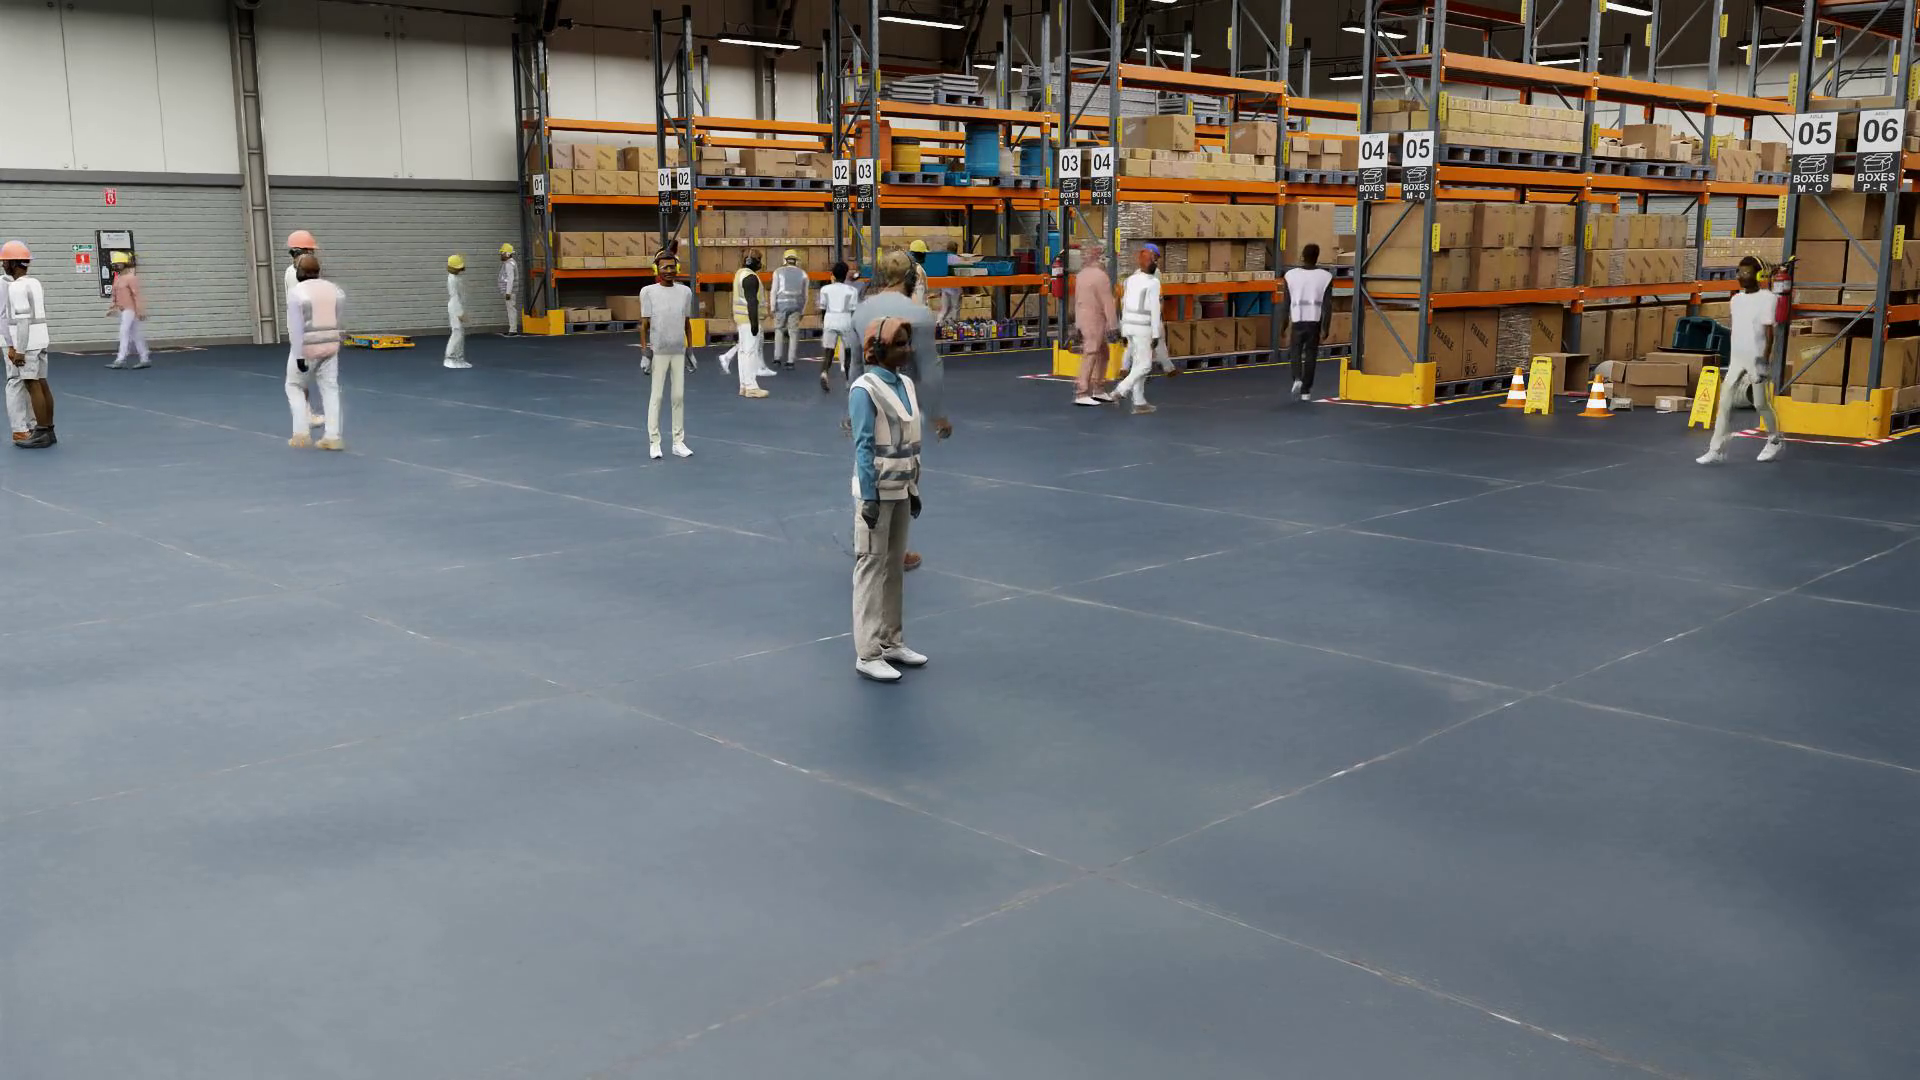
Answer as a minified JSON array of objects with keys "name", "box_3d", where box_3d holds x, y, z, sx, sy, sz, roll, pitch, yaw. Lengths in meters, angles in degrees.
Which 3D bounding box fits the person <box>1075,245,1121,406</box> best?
[{"name":"person","box_3d":[1.665,-2.533,19.672,0.717,1.879,0.655,-3,11,-14]}]

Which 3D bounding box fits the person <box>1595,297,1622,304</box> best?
[{"name":"person","box_3d":[12.515,-4.870,32.044,0.604,2.029,0.461,9,14,40]}]

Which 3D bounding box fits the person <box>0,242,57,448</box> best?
[{"name":"person","box_3d":[-8.894,-1.858,15.838,0.372,1.939,0.544,-2,11,-10]}]

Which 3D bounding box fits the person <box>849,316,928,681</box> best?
[{"name":"person","box_3d":[-0.338,-0.199,7.604,0.307,1.641,0.513,4,11,22]}]

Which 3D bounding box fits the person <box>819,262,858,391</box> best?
[{"name":"person","box_3d":[-1.577,-2.741,21.397,0.532,1.670,0.760,2,11,11]}]

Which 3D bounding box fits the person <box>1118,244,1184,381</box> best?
[{"name":"person","box_3d":[2.591,-3.122,22.881,1.037,1.882,0.628,-6,12,-28]}]

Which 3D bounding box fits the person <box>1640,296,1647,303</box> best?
[{"name":"person","box_3d":[15.798,-5.997,38.698,0.590,1.833,0.403,-4,11,-20]}]

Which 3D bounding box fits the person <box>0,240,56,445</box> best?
[{"name":"person","box_3d":[-9.055,-1.901,16.045,0.391,1.948,0.605,-2,11,-9]}]

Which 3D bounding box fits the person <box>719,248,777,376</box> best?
[{"name":"person","box_3d":[-3.054,-3.257,23.797,0.814,1.832,0.522,-5,11,-24]}]

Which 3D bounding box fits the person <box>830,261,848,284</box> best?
[{"name":"person","box_3d":[-2.242,-4.561,31.638,0.513,1.542,0.986,8,13,36]}]

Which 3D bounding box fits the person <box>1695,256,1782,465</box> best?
[{"name":"person","box_3d":[7.004,-1.583,14.685,0.952,1.820,0.532,-5,12,-26]}]

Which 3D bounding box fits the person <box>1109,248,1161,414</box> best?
[{"name":"person","box_3d":[1.963,-2.331,18.636,0.648,1.862,0.619,-7,12,-32]}]

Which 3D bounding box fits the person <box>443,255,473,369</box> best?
[{"name":"person","box_3d":[-7.645,-3.447,25.142,0.449,1.702,0.587,-2,11,-13]}]

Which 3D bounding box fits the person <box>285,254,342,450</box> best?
[{"name":"person","box_3d":[-6.129,-1.768,15.674,0.643,1.822,0.631,7,12,32]}]

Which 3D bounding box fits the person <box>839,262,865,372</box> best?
[{"name":"person","box_3d":[-1.608,-3.280,24.494,0.547,1.612,0.610,-5,11,-24]}]

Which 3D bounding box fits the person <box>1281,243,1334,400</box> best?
[{"name":"person","box_3d":[4.234,-2.661,20.308,0.610,1.897,0.454,3,11,14]}]

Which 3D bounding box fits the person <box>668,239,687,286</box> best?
[{"name":"person","box_3d":[-5.898,-5.207,34.102,0.610,1.940,0.821,5,11,24]}]

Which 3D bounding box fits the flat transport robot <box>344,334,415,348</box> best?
[{"name":"flat transport robot","box_3d":[-10.478,-3.596,29.983,0.652,0.197,1.431,-10,14,-44]}]

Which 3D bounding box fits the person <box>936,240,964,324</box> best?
[{"name":"person","box_3d":[-0.209,-4.750,31.666,0.640,1.918,0.678,8,13,38]}]

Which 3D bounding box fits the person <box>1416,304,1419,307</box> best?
[{"name":"person","box_3d":[6.917,-3.353,24.294,0.591,1.835,0.970,9,13,39]}]

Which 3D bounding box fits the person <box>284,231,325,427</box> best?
[{"name":"person","box_3d":[-6.915,-2.233,17.592,0.366,2.047,0.608,-3,11,-18]}]

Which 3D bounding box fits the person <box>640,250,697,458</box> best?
[{"name":"person","box_3d":[-2.641,-1.685,15.084,0.534,1.868,0.309,-6,12,-31]}]

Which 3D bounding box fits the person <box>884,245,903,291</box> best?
[{"name":"person","box_3d":[-0.961,-3.588,25.524,0.336,1.845,0.513,9,14,40]}]

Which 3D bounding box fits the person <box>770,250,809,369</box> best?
[{"name":"person","box_3d":[-2.612,-3.495,25.222,0.643,1.773,0.744,-3,11,-18]}]

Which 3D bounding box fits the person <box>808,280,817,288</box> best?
[{"name":"person","box_3d":[-3.238,-5.229,34.344,0.549,1.899,0.924,10,14,42]}]

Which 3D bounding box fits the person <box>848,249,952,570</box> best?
[{"name":"person","box_3d":[-0.369,-0.778,10.003,0.453,1.919,0.645,-9,13,-39]}]

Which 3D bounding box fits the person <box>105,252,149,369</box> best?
[{"name":"person","box_3d":[-12.581,-3.420,24.911,0.541,1.733,0.818,9,14,40]}]

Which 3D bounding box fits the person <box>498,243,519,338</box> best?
[{"name":"person","box_3d":[-8.918,-4.927,32.852,0.404,1.836,0.599,-2,11,-11]}]

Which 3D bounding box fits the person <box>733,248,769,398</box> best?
[{"name":"person","box_3d":[-2.617,-2.723,20.836,0.430,1.838,0.624,-3,11,-18]}]

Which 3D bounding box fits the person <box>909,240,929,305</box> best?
[{"name":"person","box_3d":[-0.635,-3.494,24.788,0.365,1.927,0.587,-4,11,-19]}]
